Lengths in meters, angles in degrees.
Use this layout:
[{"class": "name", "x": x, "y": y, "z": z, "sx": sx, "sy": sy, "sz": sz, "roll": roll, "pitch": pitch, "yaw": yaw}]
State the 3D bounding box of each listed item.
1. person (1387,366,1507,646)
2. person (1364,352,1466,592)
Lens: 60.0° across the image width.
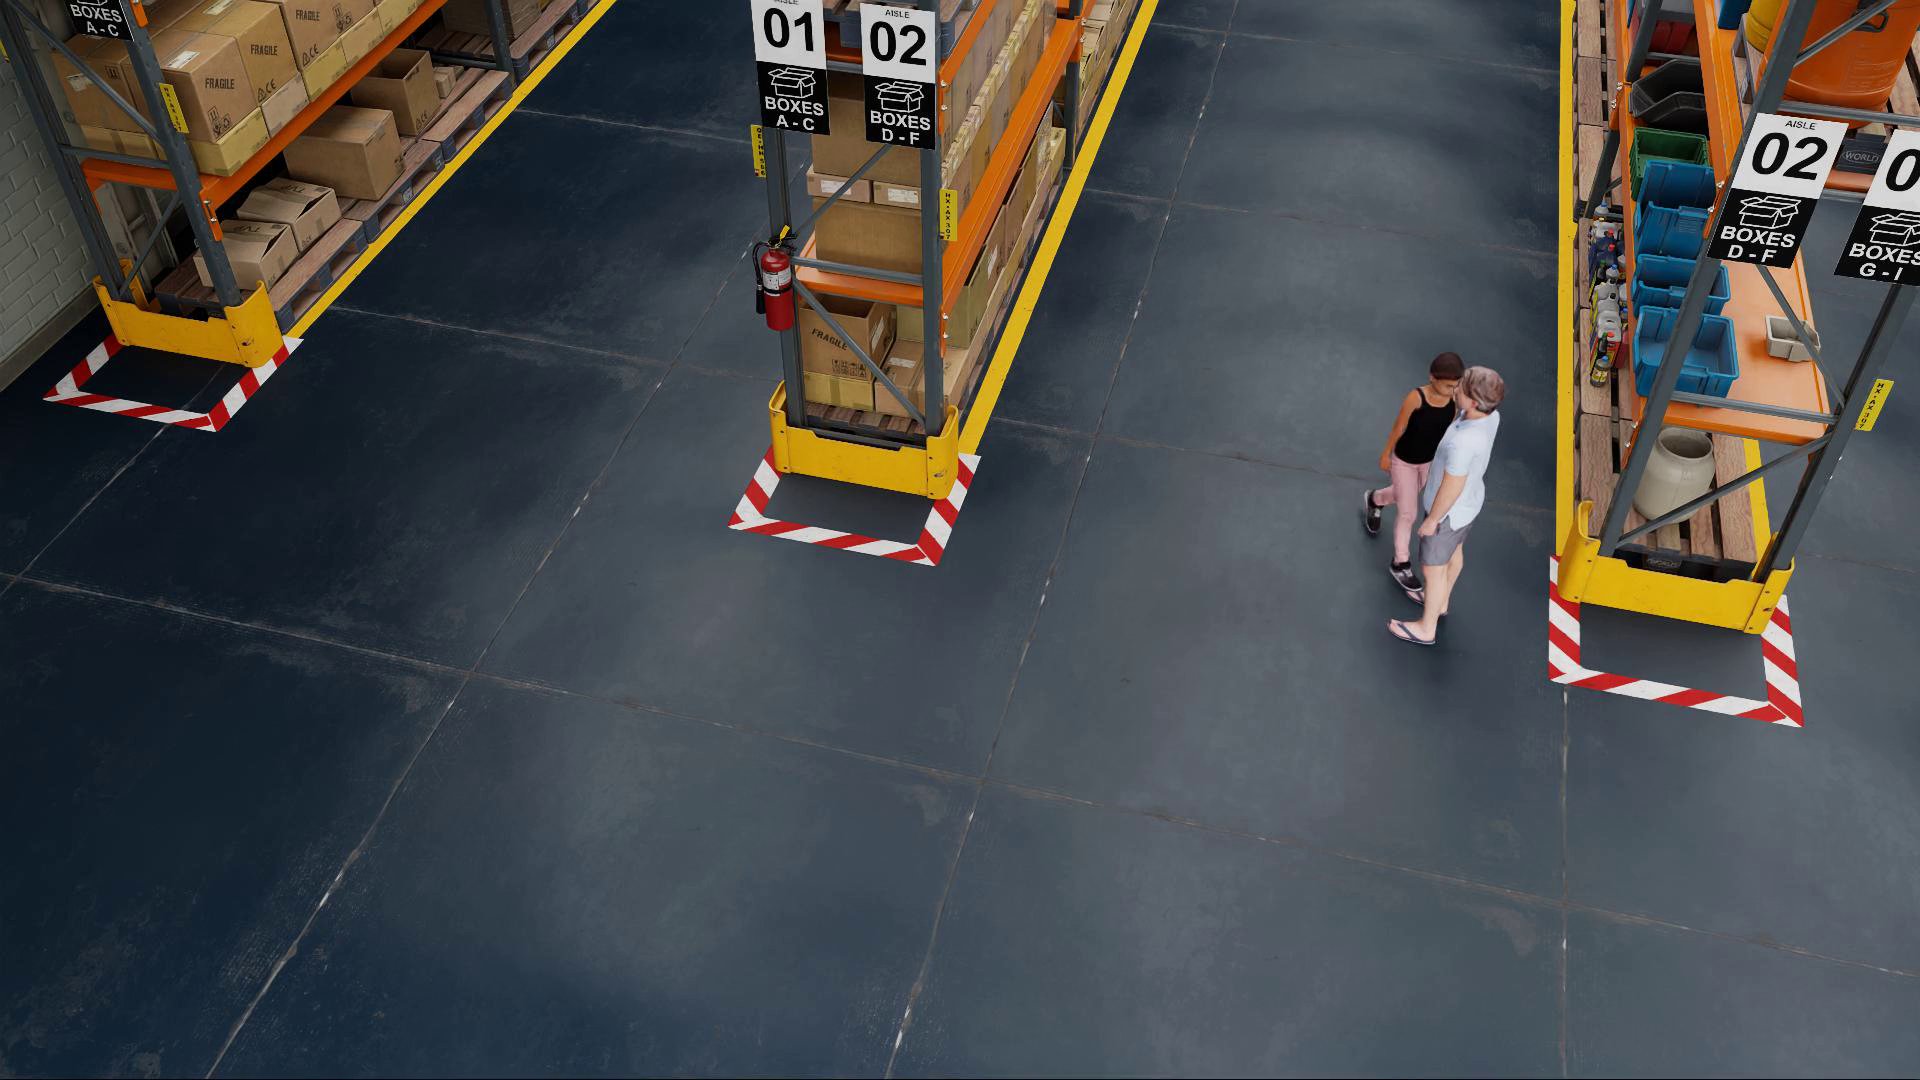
[{"class": "person", "x": 2.702, "y": -0.189, "z": 9.103, "sx": 0.780, "sy": 1.831, "sz": 0.597, "roll": 23, "pitch": 48, "yaw": 23}, {"class": "person", "x": 2.611, "y": -0.513, "z": 9.673, "sx": 0.917, "sy": 1.527, "sz": 1.073, "roll": -12, "pitch": 44, "yaw": -13}]
